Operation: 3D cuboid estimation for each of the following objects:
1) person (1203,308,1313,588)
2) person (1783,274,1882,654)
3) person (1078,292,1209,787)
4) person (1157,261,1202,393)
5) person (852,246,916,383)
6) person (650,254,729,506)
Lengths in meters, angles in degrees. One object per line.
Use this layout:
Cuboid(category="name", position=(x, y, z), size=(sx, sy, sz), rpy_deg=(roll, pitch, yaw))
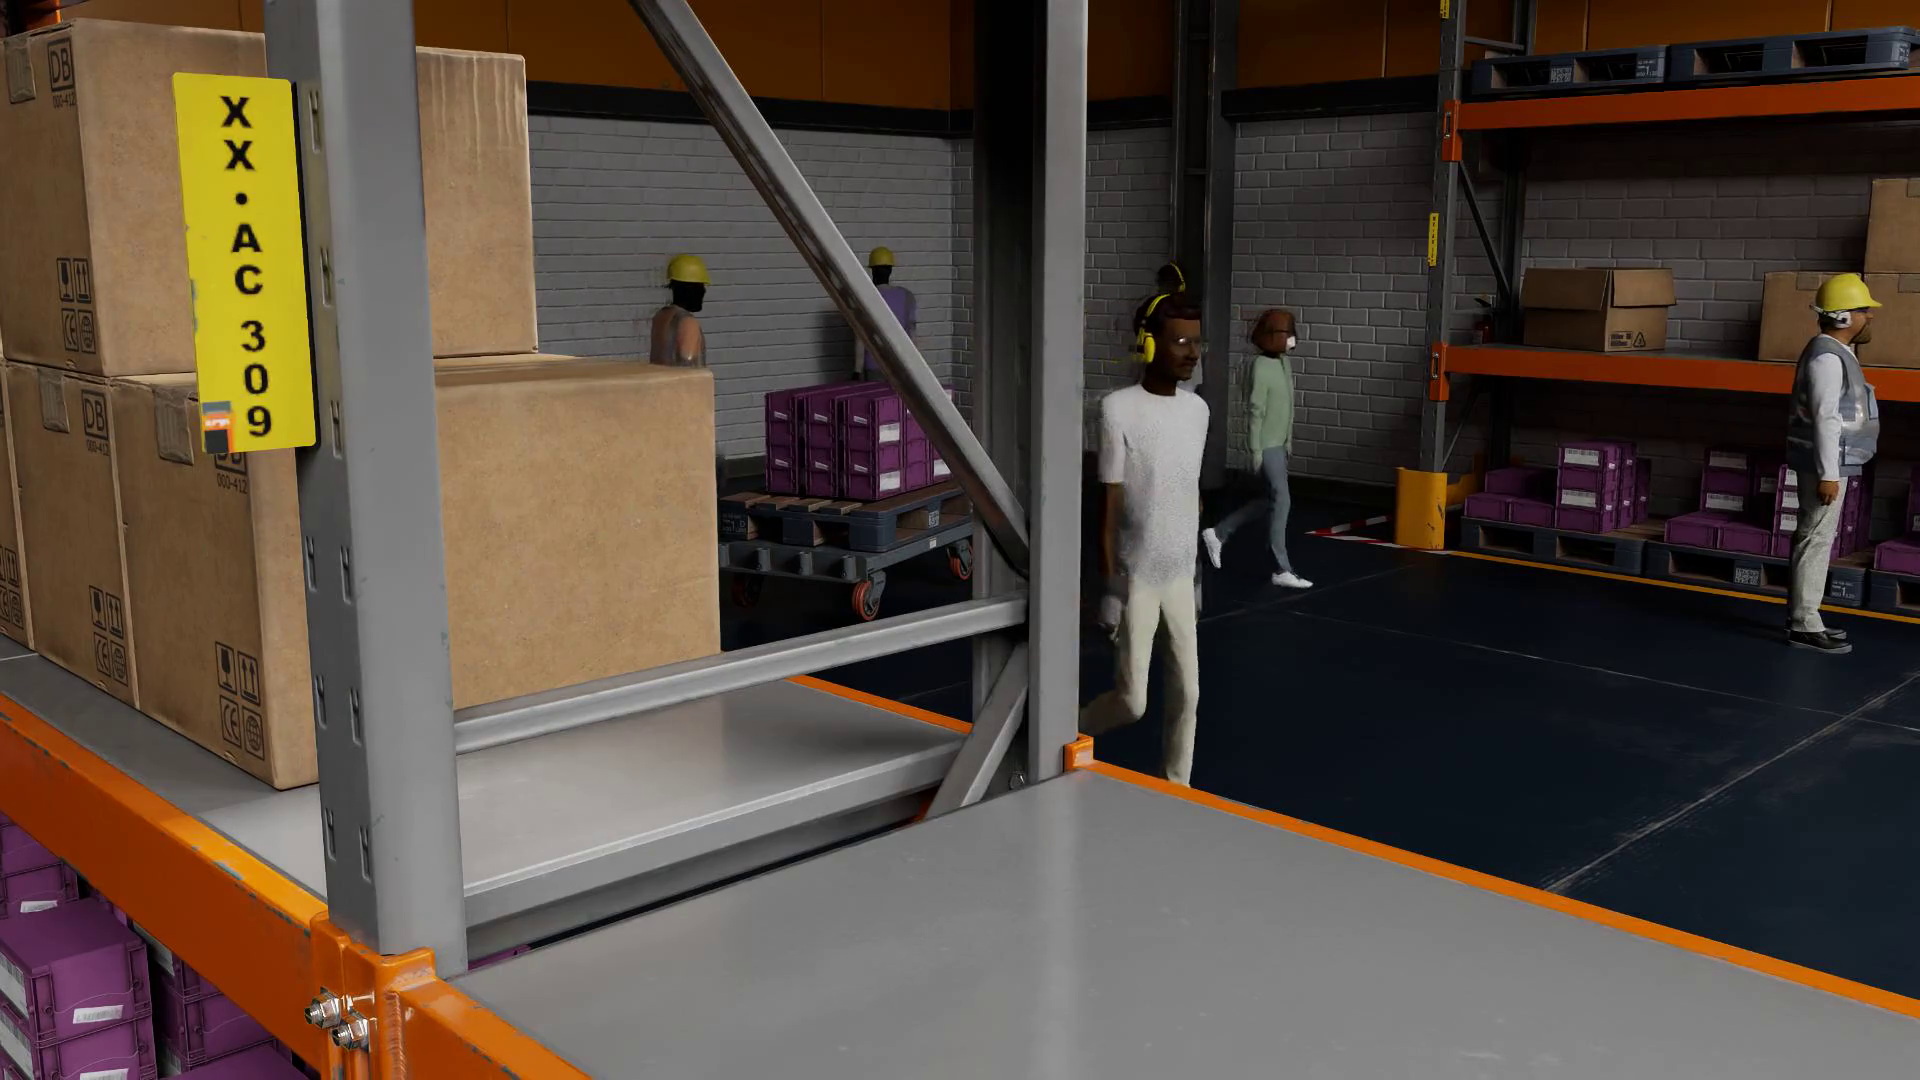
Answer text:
Cuboid(category="person", position=(1.746, -0.541, 9.656), size=(0.654, 1.608, 0.508), rpy_deg=(6, 12, 28))
Cuboid(category="person", position=(4.265, -0.377, 8.157), size=(0.404, 1.837, 0.592), rpy_deg=(5, 11, 25))
Cuboid(category="person", position=(0.576, 0.117, 5.434), size=(0.530, 1.853, 0.673), rpy_deg=(-8, 13, -36))
Cuboid(category="person", position=(1.597, -1.086, 12.045), size=(0.356, 1.836, 0.655), rpy_deg=(5, 11, 25))
Cuboid(category="person", position=(-0.654, -1.507, 14.071), size=(0.594, 1.924, 0.382), rpy_deg=(-6, 12, -30))
Cuboid(category="person", position=(-1.653, -0.800, 10.282), size=(0.578, 1.908, 0.587), rpy_deg=(-7, 12, -33))
